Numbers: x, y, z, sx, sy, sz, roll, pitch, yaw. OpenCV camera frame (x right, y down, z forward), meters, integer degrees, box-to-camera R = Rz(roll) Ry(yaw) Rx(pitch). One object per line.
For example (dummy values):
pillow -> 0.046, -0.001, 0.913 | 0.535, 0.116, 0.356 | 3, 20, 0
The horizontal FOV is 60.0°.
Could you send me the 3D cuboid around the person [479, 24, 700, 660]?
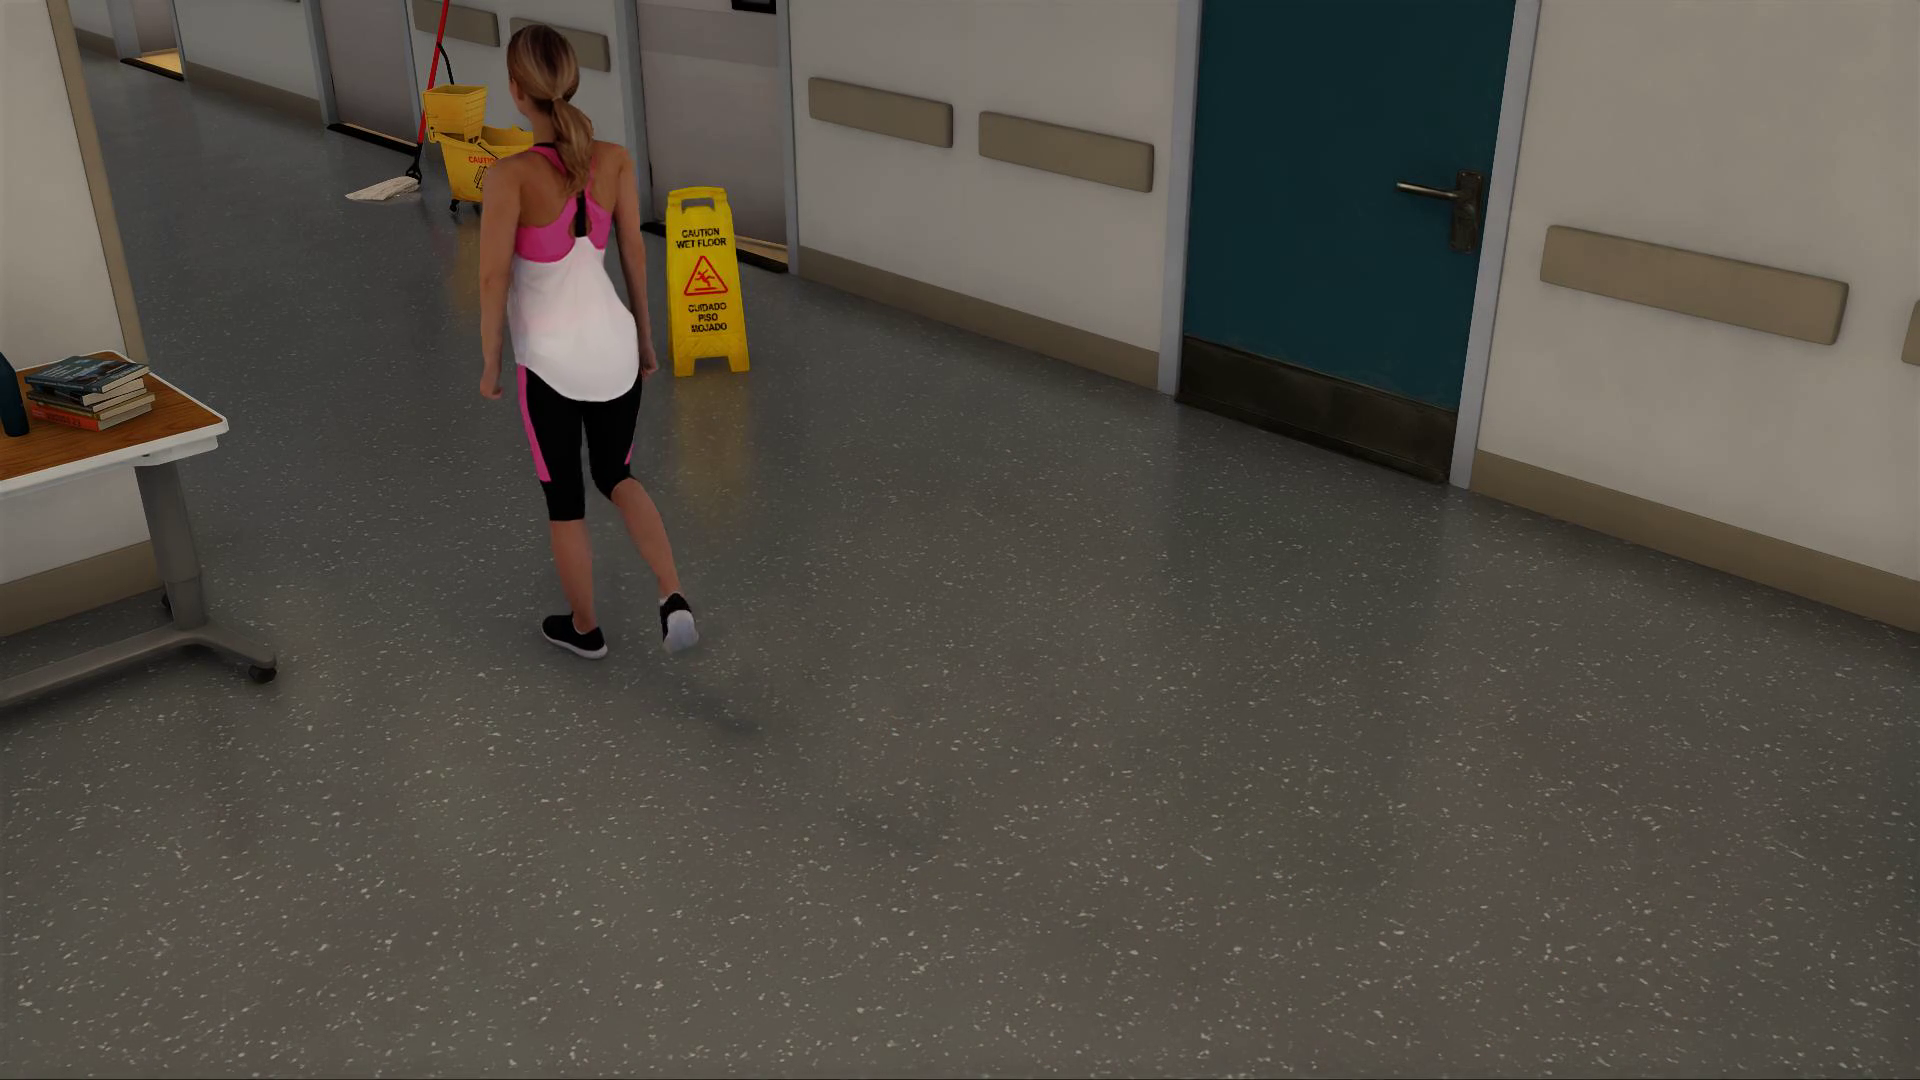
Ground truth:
person -> -0.973, -0.427, 4.397 | 0.623, 1.776, 0.869 | -23, 34, -38
